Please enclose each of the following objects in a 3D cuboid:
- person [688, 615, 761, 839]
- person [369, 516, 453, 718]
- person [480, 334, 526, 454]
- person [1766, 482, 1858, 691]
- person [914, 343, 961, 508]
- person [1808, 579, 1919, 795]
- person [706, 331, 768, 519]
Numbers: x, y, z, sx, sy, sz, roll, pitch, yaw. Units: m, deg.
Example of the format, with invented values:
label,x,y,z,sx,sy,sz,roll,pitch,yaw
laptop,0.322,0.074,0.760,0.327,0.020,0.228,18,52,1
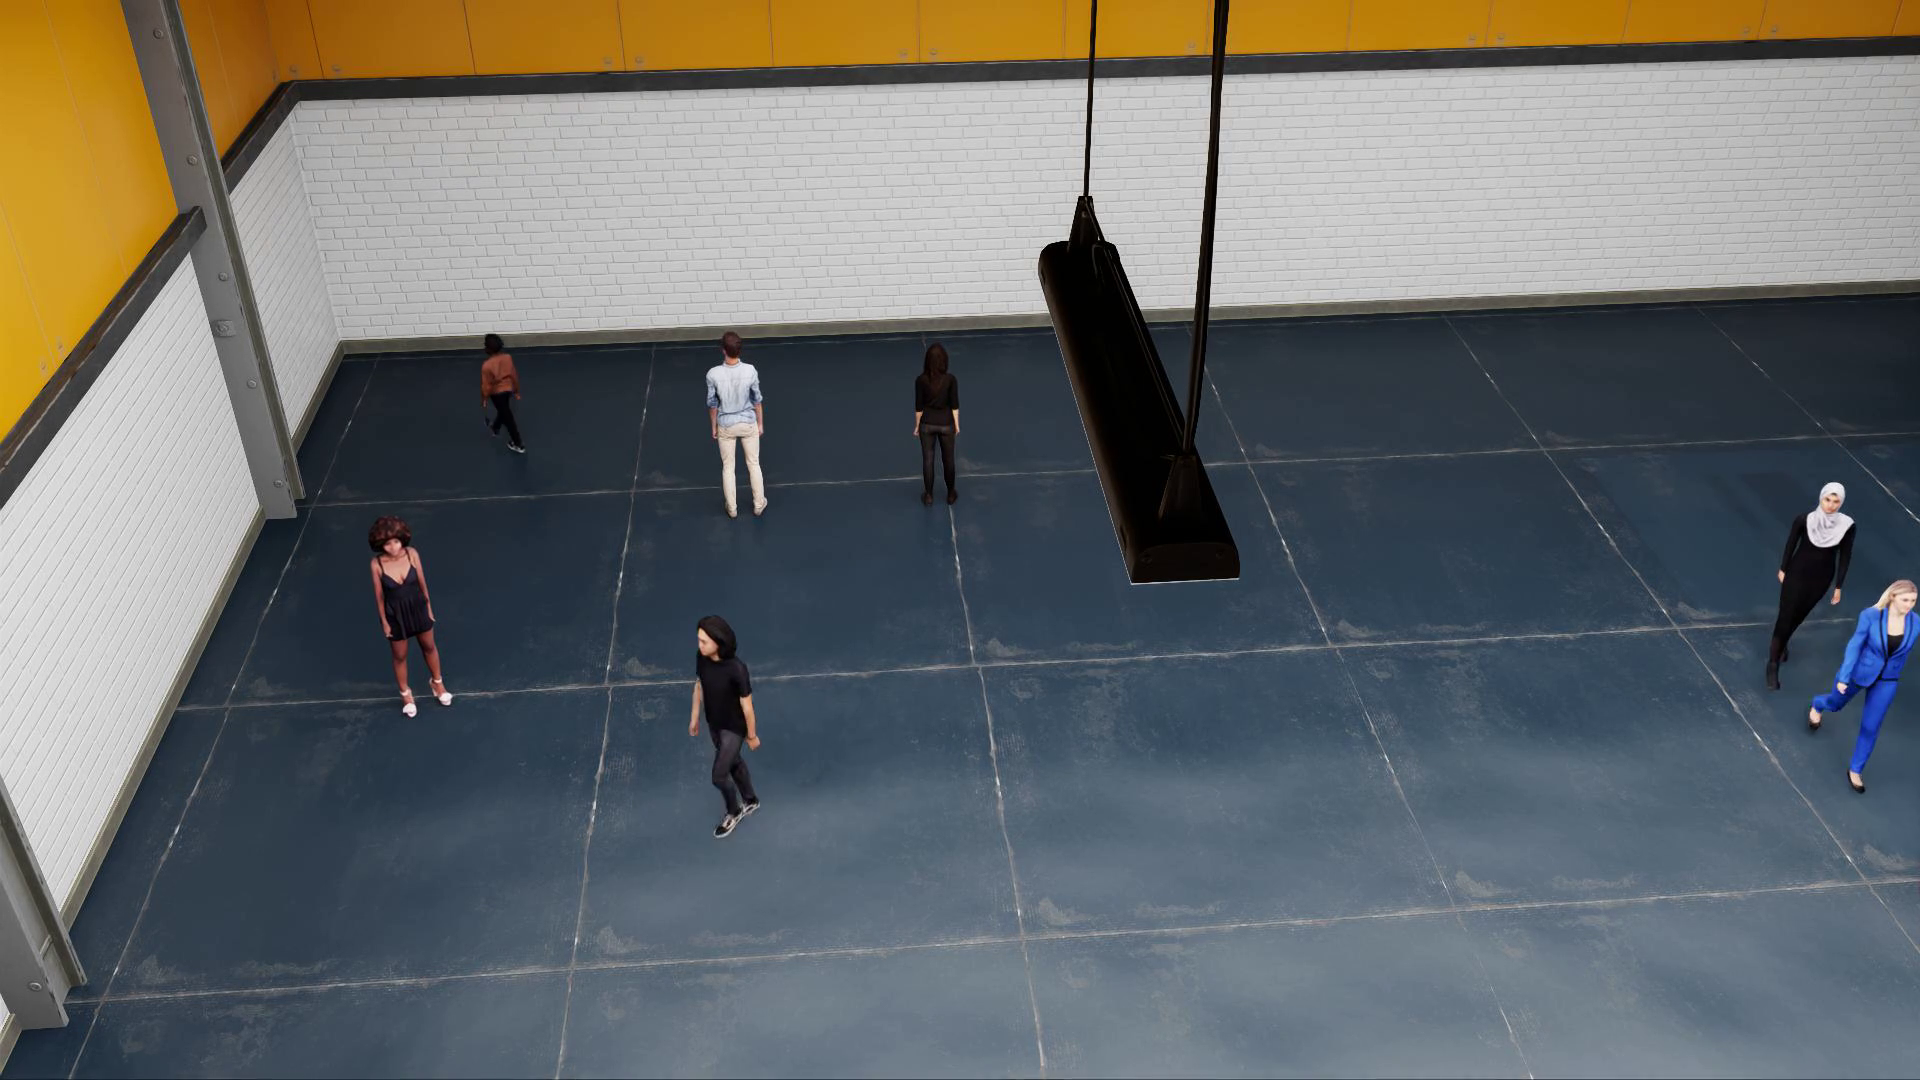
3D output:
label,x,y,z,sx,sy,sz,roll,pitch,yaw
person,-1.579,1.243,11.738,0.872,1.816,0.807,-28,43,-36
person,-4.252,0.575,12.770,0.640,1.786,0.671,-20,38,-27
person,-4.449,-1.412,16.265,0.905,1.227,0.866,22,39,29
person,6.748,0.291,13.237,0.889,1.742,1.168,10,35,15
person,-0.211,-1.057,15.356,0.588,1.642,0.516,-1,34,-1
person,6.660,0.967,12.284,0.803,1.671,1.165,5,34,8
person,-2.035,-1.050,15.160,0.653,1.848,0.536,-4,34,-6
